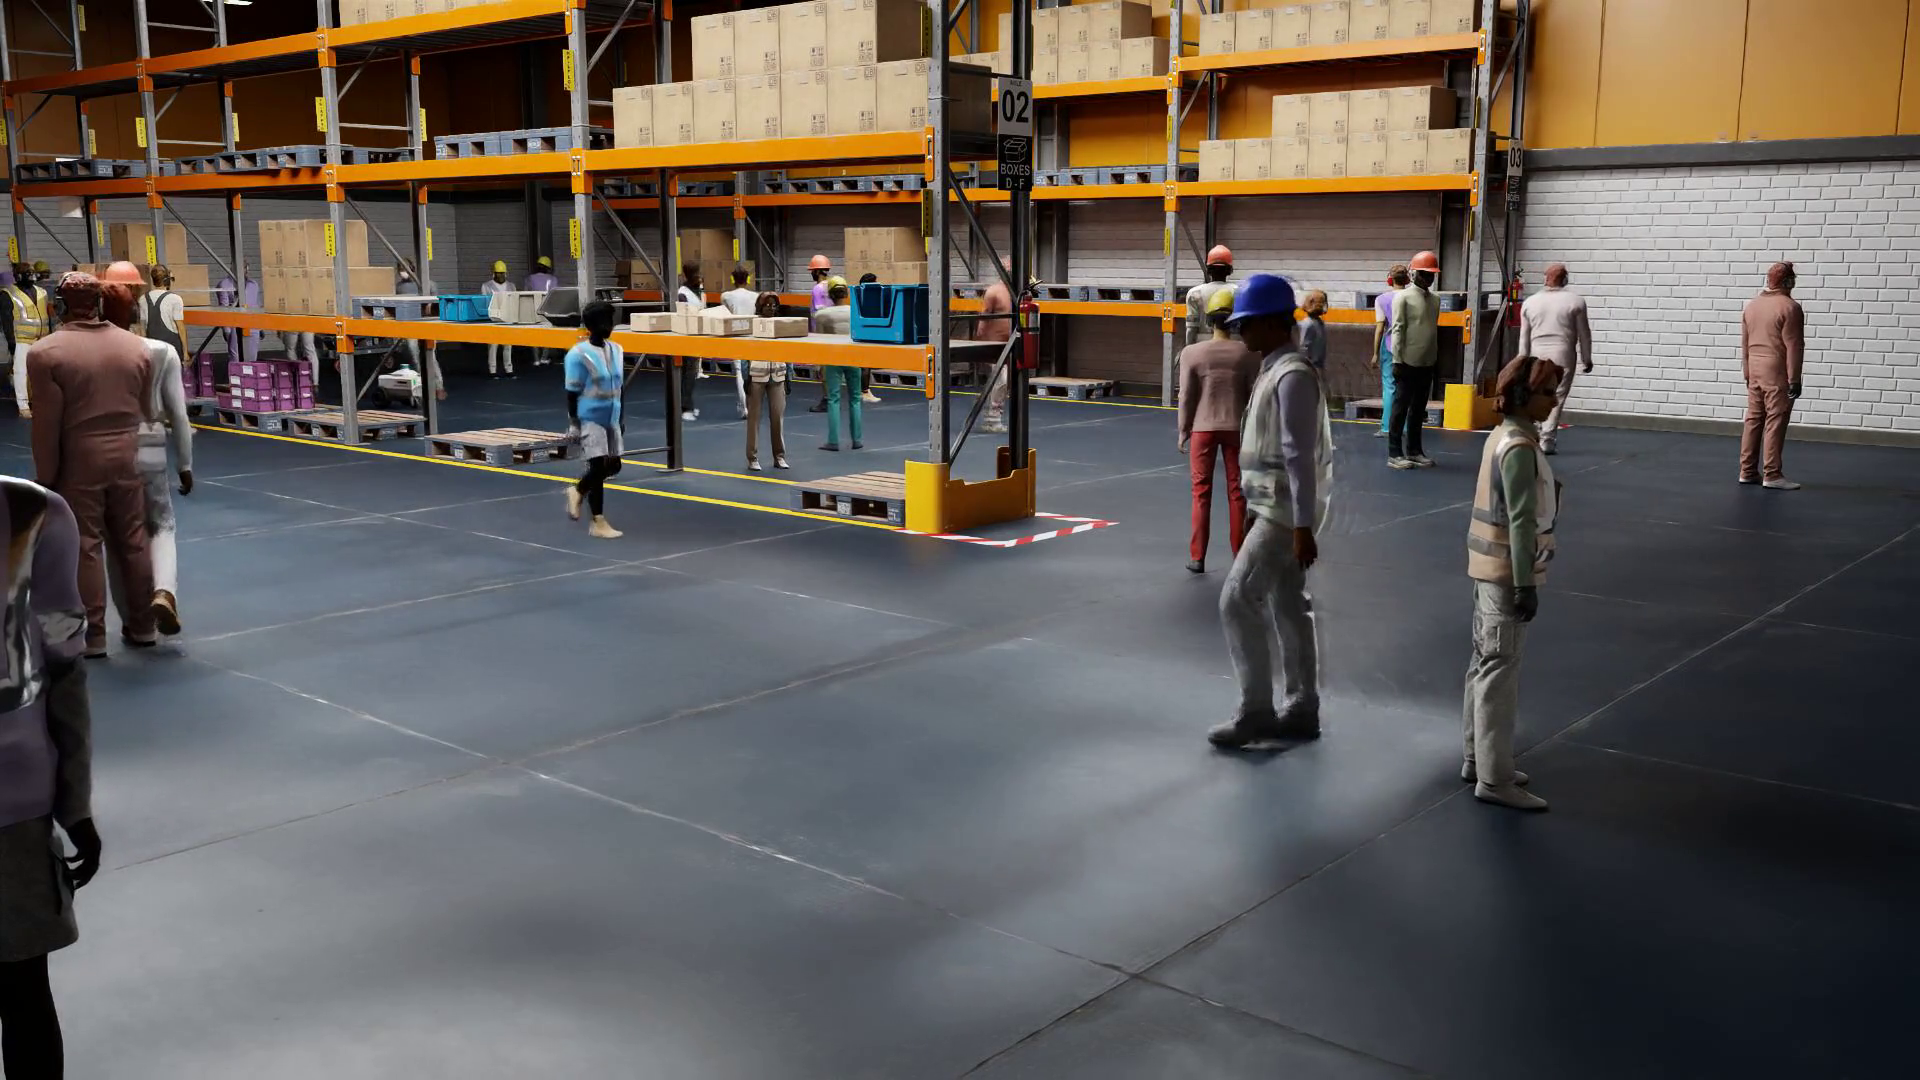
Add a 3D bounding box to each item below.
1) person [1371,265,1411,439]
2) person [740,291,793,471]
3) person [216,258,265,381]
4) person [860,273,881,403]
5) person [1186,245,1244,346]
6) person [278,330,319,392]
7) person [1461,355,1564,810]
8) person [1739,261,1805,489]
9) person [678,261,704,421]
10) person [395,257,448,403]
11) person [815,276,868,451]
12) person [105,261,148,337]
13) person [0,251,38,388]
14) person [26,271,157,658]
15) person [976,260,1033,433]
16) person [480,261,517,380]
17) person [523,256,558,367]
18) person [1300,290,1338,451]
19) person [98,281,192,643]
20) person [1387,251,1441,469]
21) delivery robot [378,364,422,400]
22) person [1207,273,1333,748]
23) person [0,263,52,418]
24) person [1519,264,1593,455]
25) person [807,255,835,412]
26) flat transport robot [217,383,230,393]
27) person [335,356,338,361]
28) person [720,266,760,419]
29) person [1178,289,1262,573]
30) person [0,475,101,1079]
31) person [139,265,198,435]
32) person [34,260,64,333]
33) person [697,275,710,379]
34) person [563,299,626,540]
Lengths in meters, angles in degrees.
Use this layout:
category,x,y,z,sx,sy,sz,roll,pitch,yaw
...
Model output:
category,x,y,z,sx,sy,sz,roll,pitch,yaw
person,4.646,-1.985,17.653,0.564,1.839,0.391,-2,10,-14
person,-1.769,-1.450,15.208,0.512,1.633,0.313,-5,11,-27
person,-9.691,-2.869,22.507,0.403,1.903,0.652,5,11,27
person,-1.216,-2.656,21.872,0.317,1.698,0.540,-3,10,-18
person,2.426,-1.738,15.656,0.608,2.048,0.370,2,10,11
person,-9.351,-3.018,23.421,0.963,1.873,0.720,8,13,39
person,2.015,0.147,6.094,0.313,1.637,0.513,2,10,10
person,6.895,-1.389,14.057,0.409,1.911,0.651,-2,10,-12
person,-3.183,-2.346,19.633,0.401,1.872,0.765,1,10,6
person,-7.072,-2.732,21.753,0.672,1.908,0.390,2,10,9
person,-1.194,-1.769,16.697,0.542,1.743,0.374,-2,10,-9
person,-6.713,-1.272,13.365,0.462,1.919,0.564,-7,12,-35
person,-13.702,-3.248,24.388,0.623,1.996,0.900,2,10,10
person,-4.315,-0.371,8.272,0.408,1.906,0.653,6,11,29
person,0.499,-2.131,18.162,0.635,1.946,0.637,-8,13,-38
person,-7.082,-3.383,25.642,0.600,1.827,0.404,-8,13,-40
person,-7.231,-3.935,28.653,0.696,1.862,0.849,0,10,-2
person,3.493,-1.712,16.738,0.654,1.608,0.508,5,11,27
person,-4.231,-0.380,8.466,0.586,1.864,0.569,-5,11,-28
person,4.218,-1.653,15.330,0.623,1.989,0.400,-7,12,-36
delivery robot,-7.006,-1.980,21.015,0.707,0.478,0.477,6,11,30
person,1.216,-0.108,6.740,0.655,1.916,0.636,1,10,3
person,-11.156,-2.392,19.963,0.429,1.845,0.626,4,11,22
person,5.904,-1.791,16.485,0.644,1.868,0.863,9,13,41
person,-1.711,-2.543,20.553,0.374,1.935,0.552,3,11,19
flat transport robot,-9.283,-1.941,21.869,1.431,0.197,0.652,8,13,39
person,-11.038,-4.001,29.738,0.288,1.627,0.501,-8,13,-37
person,-2.594,-2.365,19.918,0.500,1.821,0.978,-3,11,-19
person,1.619,-0.669,10.373,0.533,1.768,0.311,0,10,3
person,-1.929,0.515,3.169,0.542,1.930,0.366,-7,12,-35
person,-8.546,-2.032,17.907,0.516,1.843,0.325,1,10,8
person,-14.048,-3.378,25.599,0.404,1.835,0.590,5,11,27
person,-4.096,-3.314,25.840,0.281,1.625,0.493,7,12,34
person,-2.601,-0.851,11.659,0.601,1.673,0.548,6,12,31
